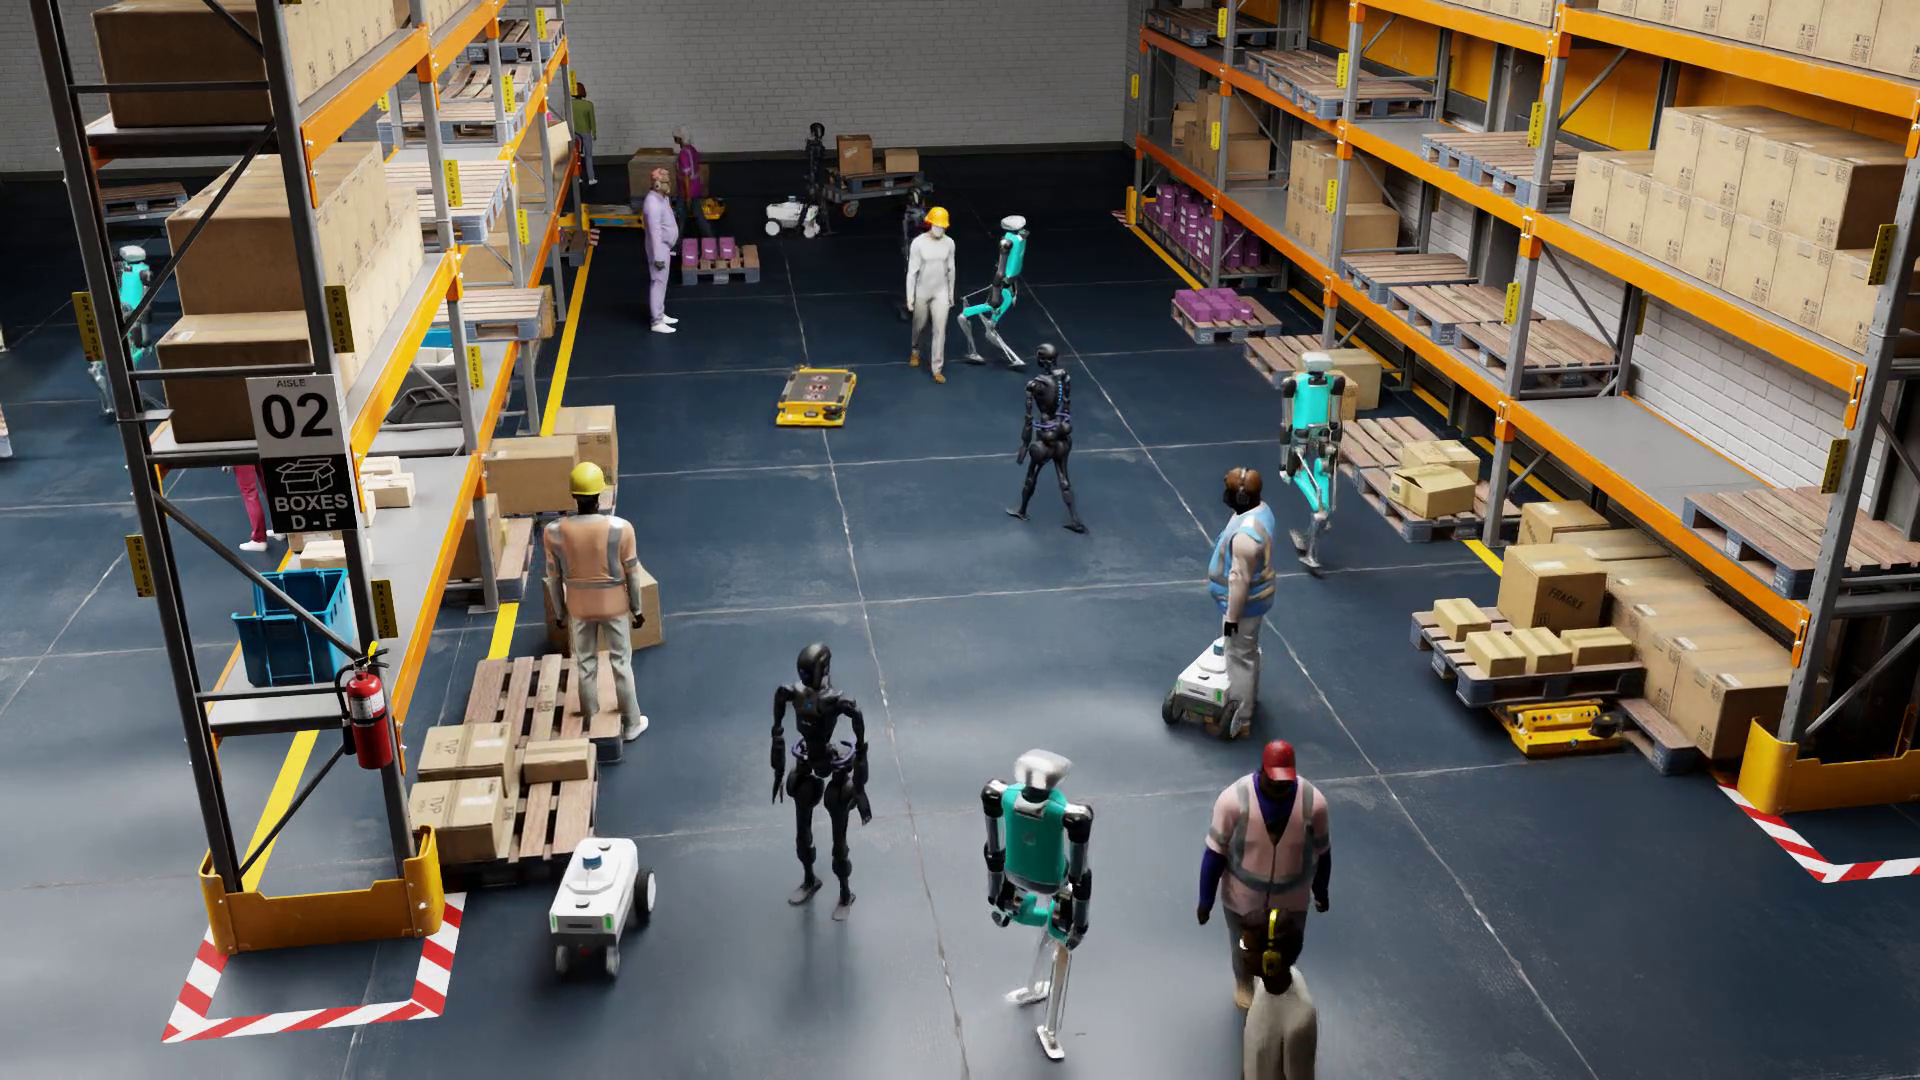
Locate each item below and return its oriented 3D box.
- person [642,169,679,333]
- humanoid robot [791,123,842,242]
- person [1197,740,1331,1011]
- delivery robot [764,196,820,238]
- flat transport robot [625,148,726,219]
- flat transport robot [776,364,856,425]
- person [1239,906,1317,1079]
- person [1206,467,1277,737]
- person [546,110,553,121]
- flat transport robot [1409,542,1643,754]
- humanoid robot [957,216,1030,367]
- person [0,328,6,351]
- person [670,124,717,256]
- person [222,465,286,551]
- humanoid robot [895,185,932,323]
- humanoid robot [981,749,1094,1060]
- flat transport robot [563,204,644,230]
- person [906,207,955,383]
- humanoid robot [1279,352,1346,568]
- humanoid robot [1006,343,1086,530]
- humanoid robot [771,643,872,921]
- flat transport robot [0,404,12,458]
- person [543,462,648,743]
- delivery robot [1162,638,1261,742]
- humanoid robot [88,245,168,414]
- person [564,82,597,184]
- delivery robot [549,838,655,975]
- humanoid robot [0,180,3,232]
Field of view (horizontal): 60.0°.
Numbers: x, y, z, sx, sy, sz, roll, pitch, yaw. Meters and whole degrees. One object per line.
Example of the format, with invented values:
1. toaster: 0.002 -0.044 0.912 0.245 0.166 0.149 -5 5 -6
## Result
1. person: -3.464 -3.369 19.344 0.404 1.895 0.658 -2 24 -5
2. humanoid robot: -2.057 -5.070 23.513 0.745 1.623 0.604 3 24 6
3. person: 1.464 1.709 7.998 0.626 1.704 0.939 4 24 8
4. delivery robot: -2.428 -4.630 23.894 0.811 0.613 0.499 4 24 10
5. flat transport robot: -4.293 -4.989 25.044 1.431 0.231 0.659 0 24 1
6. flat transport robot: -1.459 -1.484 17.060 0.659 0.231 1.431 1 24 2
7. person: 1.177 2.272 6.552 0.422 1.849 0.567 -2 24 -4
8. person: 1.827 0.398 10.830 0.434 1.833 0.636 6 24 14
9. person: -6.402 -5.825 25.011 0.617 1.836 0.432 2 24 4
10. flat transport robot: 3.864 1.010 11.377 0.659 0.231 1.431 -3 24 -8
11. humanoid robot: 0.310 -2.667 17.955 0.993 1.724 0.552 12 27 26
12. person: -11.090 -2.933 18.561 0.573 1.708 0.658 1 24 2
13. person: -3.715 -4.737 22.568 0.893 1.800 0.524 4 24 10
14. person: -5.814 -0.703 13.578 0.283 1.633 0.498 10 26 21
15. humanoid robot: -0.532 -3.372 19.616 0.404 1.647 0.615 13 27 27
16. humanoid robot: 0.457 1.666 8.045 0.599 1.767 0.880 11 26 24
17. flat transport robot: -5.065 -4.752 24.504 1.431 0.231 0.659 2 24 5
18. person: -0.332 -2.673 17.811 0.578 1.849 0.898 -6 24 -13
19. humanoid robot: 2.836 -0.558 13.111 0.538 1.739 0.903 -6 24 -12
20. humanoid robot: 0.742 -0.881 13.993 0.789 1.619 0.589 21 31 40
21. humanoid robot: -0.751 1.289 8.989 0.608 1.648 0.332 8 25 18
22. flat transport robot: -9.403 -0.715 15.308 0.659 0.231 1.431 -14 27 -28
23. person: -2.323 0.417 10.665 0.585 1.928 0.374 0 24 -1
24. delivery robot: 1.725 0.962 11.139 0.499 0.601 0.803 14 27 29
25. humanoid robot: -8.301 -1.971 16.373 0.553 1.740 0.996 20 30 37
26. person: -6.151 -6.604 27.035 0.492 1.624 0.281 1 24 2
27. delivery robot: -1.952 1.920 8.953 0.499 0.599 0.774 0 24 1
28. humanoid robot: -14.033 -5.173 23.727 0.611 1.641 0.576 -12 26 -25
